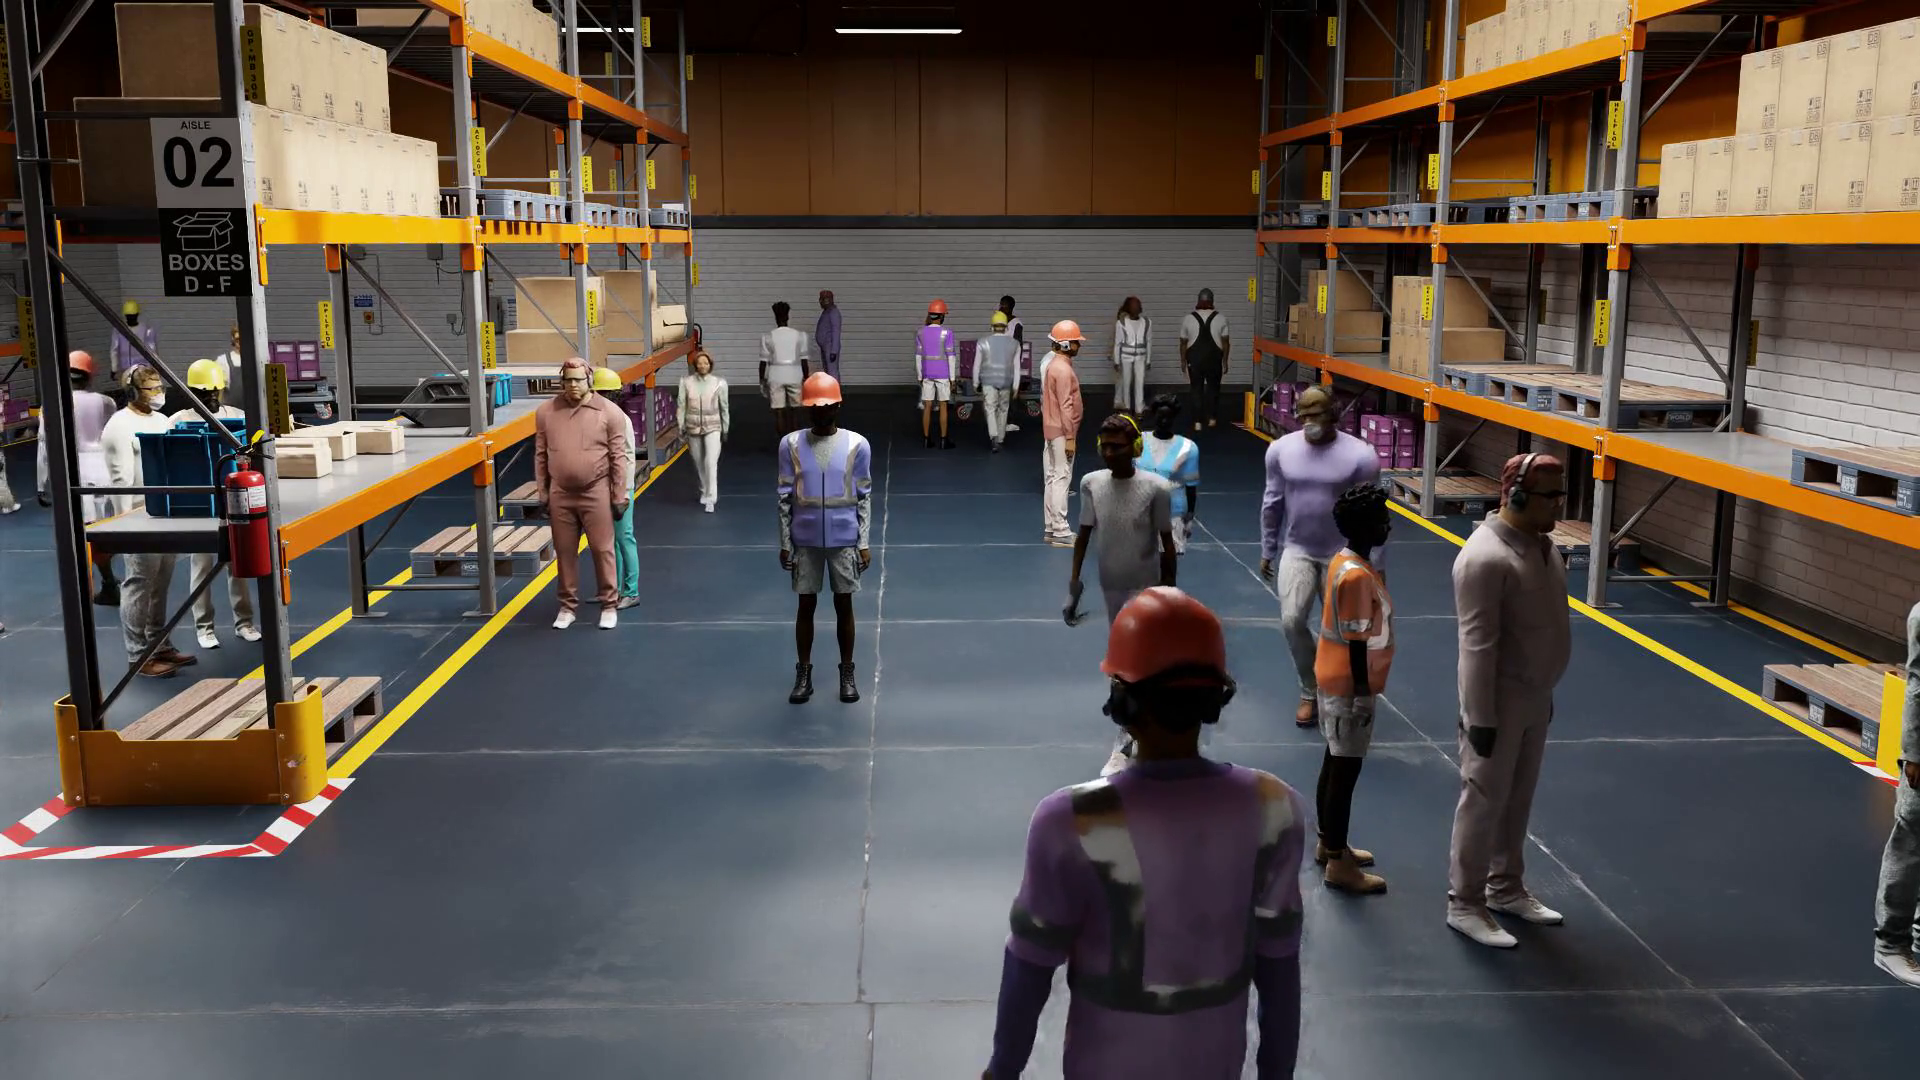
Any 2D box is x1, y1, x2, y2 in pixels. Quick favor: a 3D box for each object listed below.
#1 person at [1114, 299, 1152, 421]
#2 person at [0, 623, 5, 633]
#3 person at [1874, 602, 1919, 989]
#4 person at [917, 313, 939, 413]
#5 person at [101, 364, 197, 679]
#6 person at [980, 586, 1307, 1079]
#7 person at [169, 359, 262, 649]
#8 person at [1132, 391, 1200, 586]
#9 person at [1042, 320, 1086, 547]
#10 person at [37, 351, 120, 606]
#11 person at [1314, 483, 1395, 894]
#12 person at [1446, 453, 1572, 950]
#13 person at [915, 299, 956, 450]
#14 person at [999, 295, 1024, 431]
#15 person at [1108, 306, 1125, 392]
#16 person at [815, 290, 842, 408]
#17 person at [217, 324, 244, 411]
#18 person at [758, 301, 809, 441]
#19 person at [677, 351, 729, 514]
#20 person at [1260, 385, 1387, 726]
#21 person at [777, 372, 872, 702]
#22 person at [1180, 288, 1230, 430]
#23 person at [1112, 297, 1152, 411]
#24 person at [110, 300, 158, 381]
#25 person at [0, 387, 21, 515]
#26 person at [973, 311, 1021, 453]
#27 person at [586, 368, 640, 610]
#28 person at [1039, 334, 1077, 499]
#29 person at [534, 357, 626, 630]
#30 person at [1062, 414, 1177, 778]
[{"bbox_3d":[2.614,-2.732,25.183,0.587,1.833,1.011,-1,10,-4],"label":"person"},{"bbox_3d":[-6.858,-0.340,11.233,0.607,2.044,0.372,4,11,20],"label":"person"},{"bbox_3d":[3.606,0.746,6.017,0.493,1.743,0.310,-5,11,-26],"label":"person"},{"bbox_3d":[-0.451,-2.807,26.186,0.496,1.602,0.795,9,13,40],"label":"person"},{"bbox_3d":[-5.034,-0.123,10.316,0.352,1.937,0.635,0,10,1],"label":"person"},{"bbox_3d":[0.392,1.082,3.478,0.611,1.992,1.054,-5,11,-25],"label":"person"},{"bbox_3d":[-4.934,-0.240,11.033,0.584,1.919,0.384,-10,14,-44],"label":"person"},{"bbox_3d":[1.361,-0.187,11.363,0.557,1.682,0.651,3,11,17],"label":"person"},{"bbox_3d":[0.915,-0.939,14.706,0.376,1.995,0.609,-2,10,-9],"label":"person"},{"bbox_3d":[-6.587,-0.460,12.378,0.953,1.864,0.578,7,12,33],"label":"person"},{"bbox_3d":[1.643,0.603,6.944,0.319,1.697,0.532,1,10,7],"label":"person"},{"bbox_3d":[2.126,0.606,6.384,0.398,1.897,0.646,9,14,41],"label":"person"},{"bbox_3d":[-0.295,-2.140,21.556,0.552,1.935,0.366,5,11,25],"label":"person"},{"bbox_3d":[0.686,-2.513,23.680,0.392,1.922,0.591,-6,12,-31],"label":"person"},{"bbox_3d":[2.755,-3.147,28.071,0.511,1.617,0.662,1,10,5],"label":"person"},{"bbox_3d":[-2.127,-3.064,26.806,0.403,1.904,0.637,-3,11,-18],"label":"person"},{"bbox_3d":[-7.662,-1.405,17.803,0.517,1.822,0.803,-5,12,-28],"label":"person"},{"bbox_3d":[-2.195,-1.986,20.657,0.627,1.942,0.678,-2,10,-13],"label":"person"},{"bbox_3d":[-2.573,-1.112,16.757,0.504,1.605,0.835,0,10,1],"label":"person"},{"bbox_3d":[1.999,0.101,9.161,0.727,1.903,0.576,5,11,24],"label":"person"},{"bbox_3d":[-0.788,-0.009,9.682,0.550,1.937,0.357,0,10,-2],"label":"person"},{"bbox_3d":[3.529,-2.629,23.991,0.710,2.000,0.886,2,10,10],"label":"person"},{"bbox_3d":[2.740,-2.961,26.520,0.675,1.809,0.688,1,10,5],"label":"person"},{"bbox_3d":[-11.590,-2.442,23.423,0.581,1.886,0.987,-1,10,-3],"label":"person"},{"bbox_3d":[-9.453,-0.974,16.024,0.525,1.590,0.884,0,10,-3],"label":"person"},{"bbox_3d":[0.481,-2.025,21.312,0.595,1.802,0.859,-1,10,-8],"label":"person"},{"bbox_3d":[-2.561,-0.372,12.184,0.311,1.768,0.533,-8,13,-39],"label":"person"},{"bbox_3d":[1.046,-1.340,17.412,0.403,1.826,0.586,4,11,21],"label":"person"},{"bbox_3d":[-2.630,-0.315,11.516,0.638,1.899,0.401,1,10,6],"label":"person"},{"bbox_3d":[0.799,0.276,8.407,0.509,1.825,0.836,8,13,37],"label":"person"}]
